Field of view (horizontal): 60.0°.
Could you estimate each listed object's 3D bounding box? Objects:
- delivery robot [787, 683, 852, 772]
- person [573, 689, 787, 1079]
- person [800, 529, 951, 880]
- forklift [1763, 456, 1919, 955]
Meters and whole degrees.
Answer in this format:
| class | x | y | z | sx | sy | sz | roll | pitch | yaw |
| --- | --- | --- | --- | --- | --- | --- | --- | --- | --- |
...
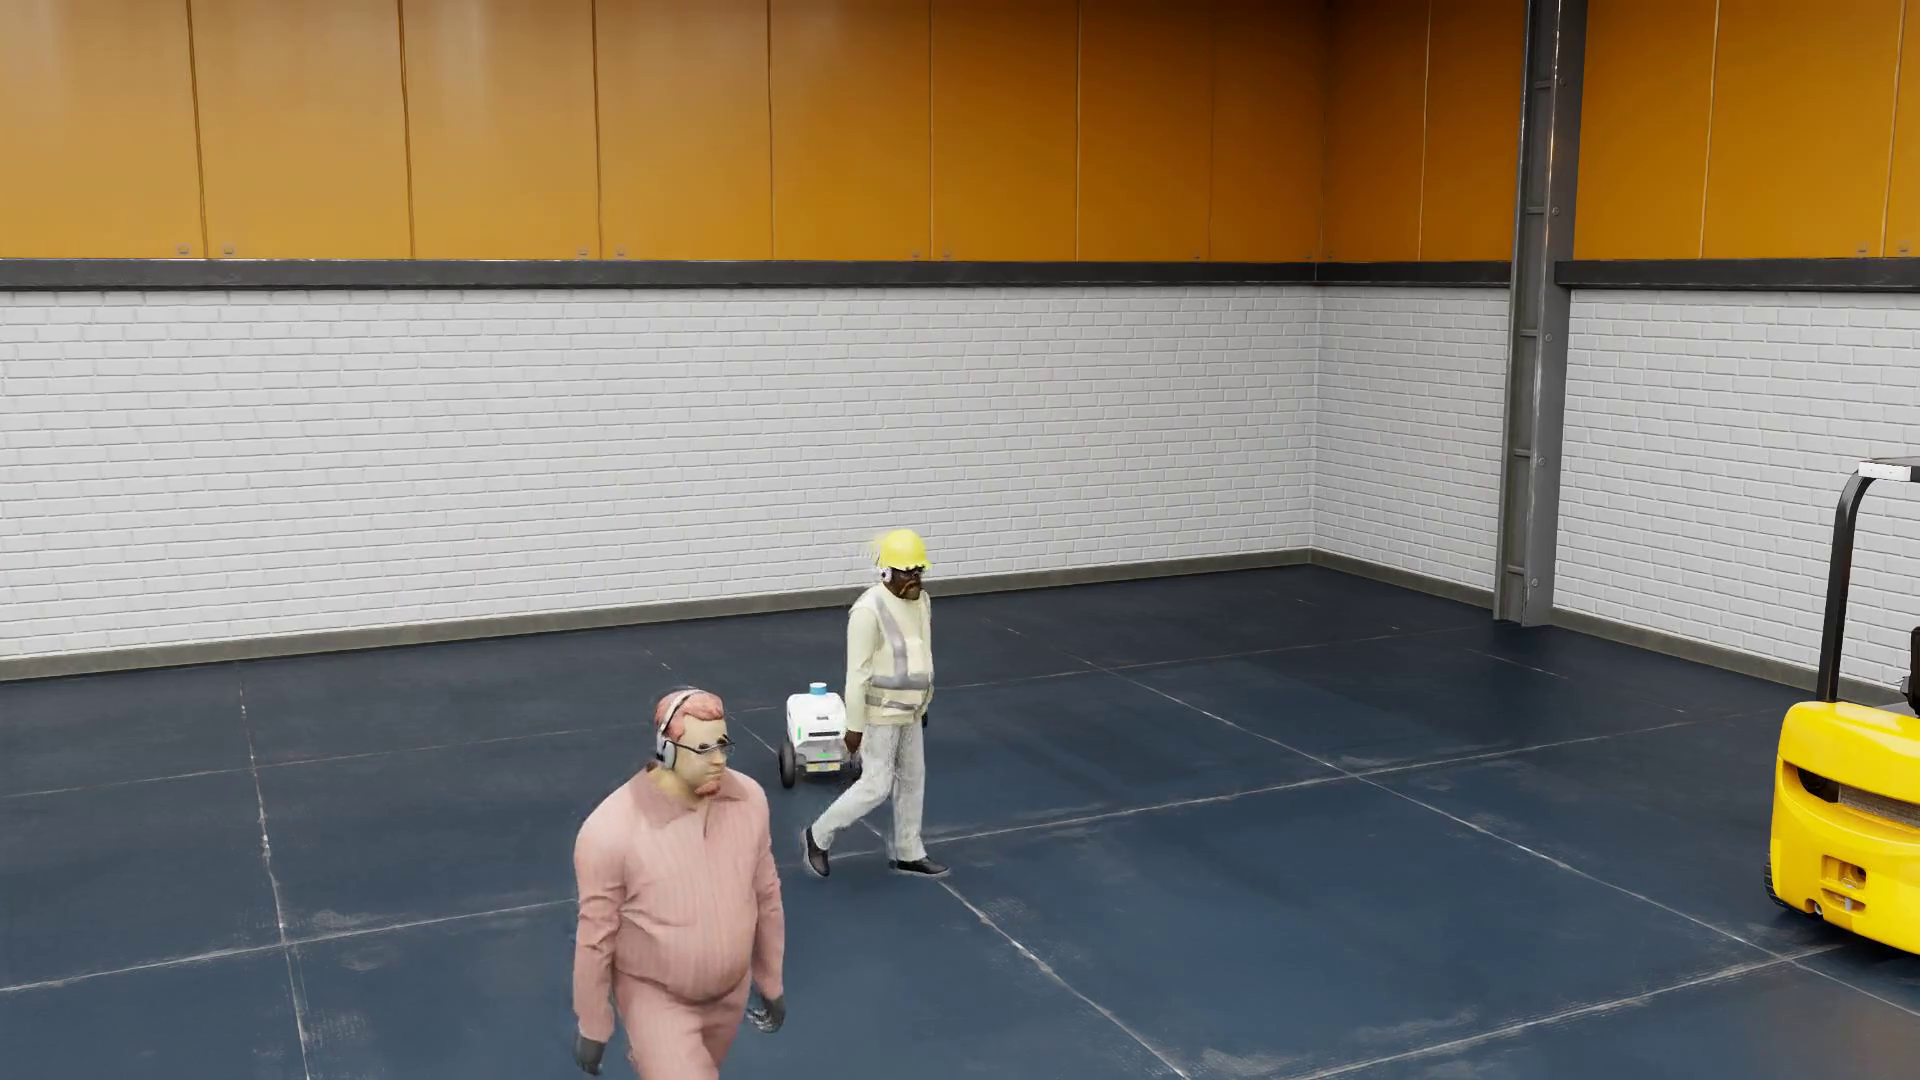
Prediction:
| class | x | y | z | sx | sy | sz | roll | pitch | yaw |
| --- | --- | --- | --- | --- | --- | --- | --- | --- | --- |
| delivery robot | -0.851 | 1.104 | 10.023 | 0.477 | 0.478 | 0.707 | -2 | 9 | -10 |
| person | -0.831 | 1.327 | 4.948 | 0.995 | 1.857 | 0.646 | 8 | 12 | 42 |
| person | -0.418 | 0.817 | 8.256 | 0.638 | 1.807 | 0.611 | 4 | 10 | 23 |
| forklift | 4.857 | 0.731 | 7.561 | 2.313 | 2.155 | 1.214 | -4 | 10 | -25 |
